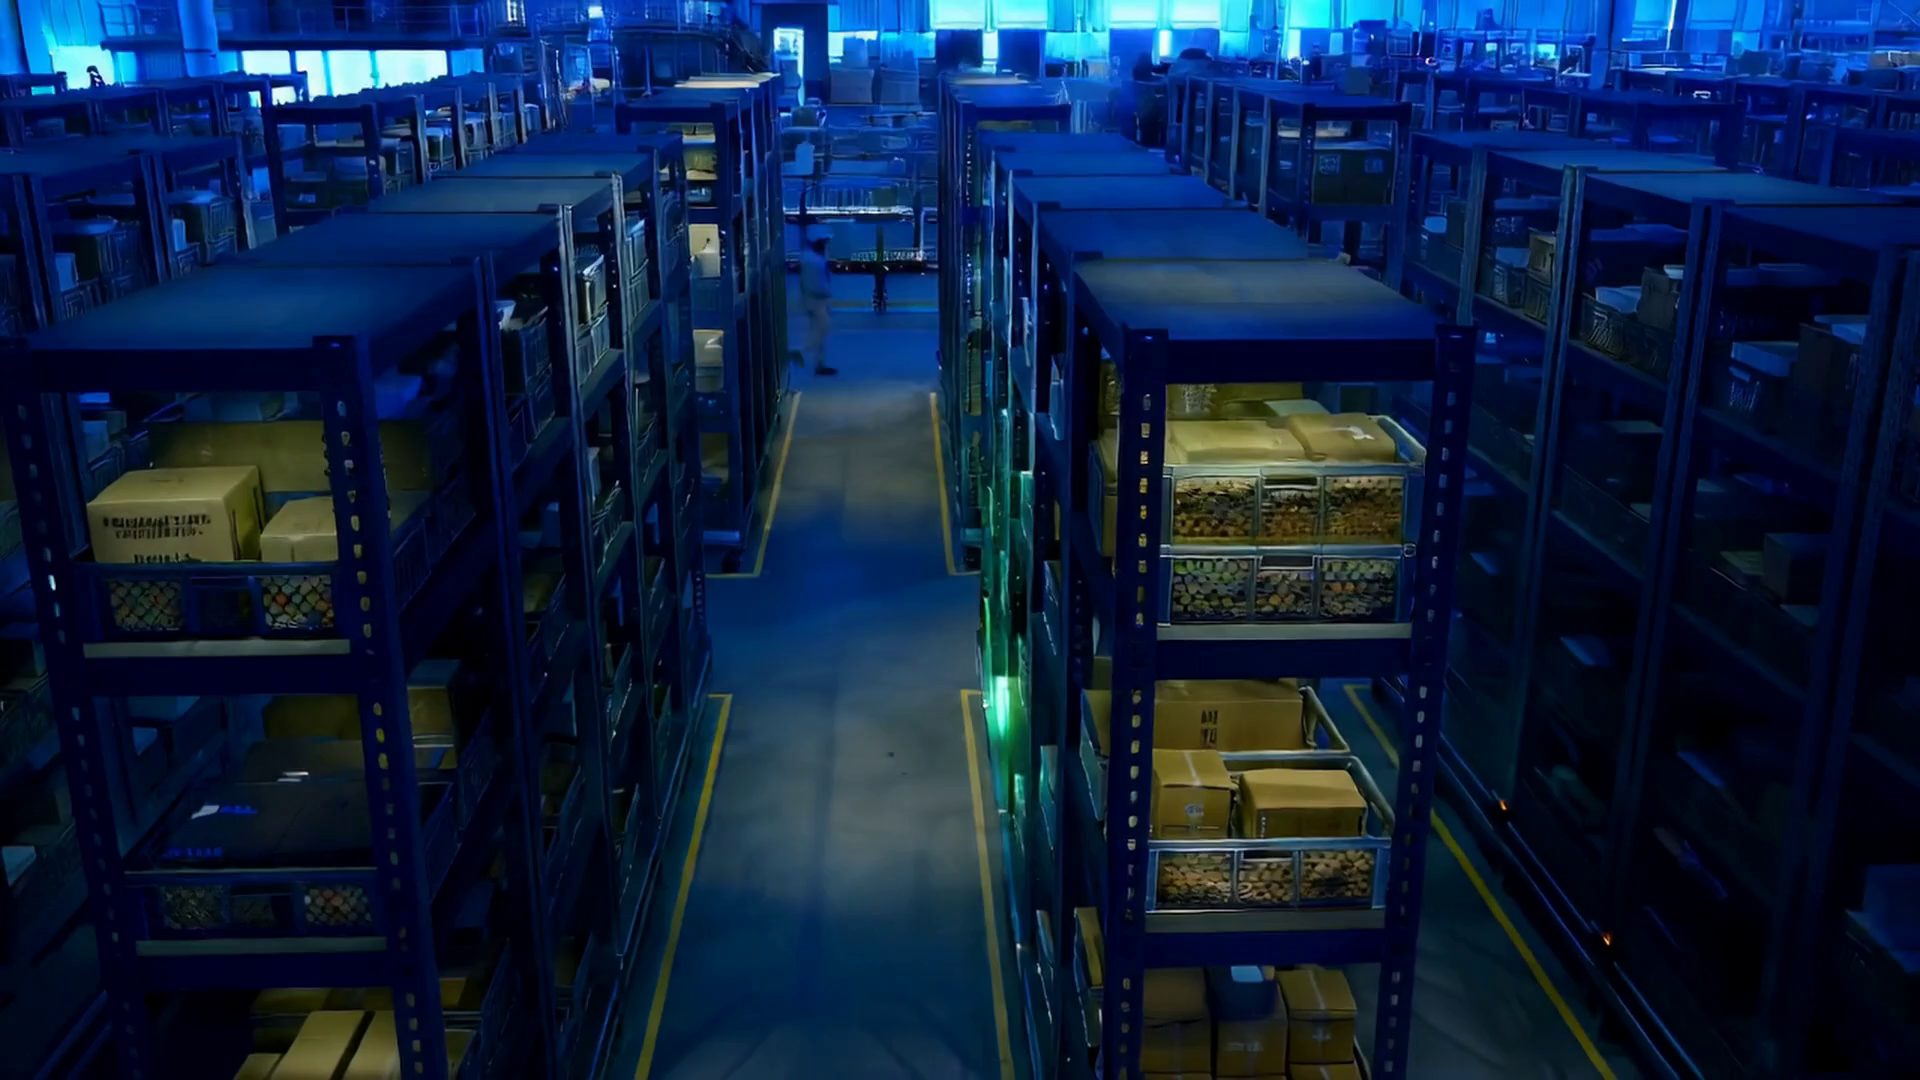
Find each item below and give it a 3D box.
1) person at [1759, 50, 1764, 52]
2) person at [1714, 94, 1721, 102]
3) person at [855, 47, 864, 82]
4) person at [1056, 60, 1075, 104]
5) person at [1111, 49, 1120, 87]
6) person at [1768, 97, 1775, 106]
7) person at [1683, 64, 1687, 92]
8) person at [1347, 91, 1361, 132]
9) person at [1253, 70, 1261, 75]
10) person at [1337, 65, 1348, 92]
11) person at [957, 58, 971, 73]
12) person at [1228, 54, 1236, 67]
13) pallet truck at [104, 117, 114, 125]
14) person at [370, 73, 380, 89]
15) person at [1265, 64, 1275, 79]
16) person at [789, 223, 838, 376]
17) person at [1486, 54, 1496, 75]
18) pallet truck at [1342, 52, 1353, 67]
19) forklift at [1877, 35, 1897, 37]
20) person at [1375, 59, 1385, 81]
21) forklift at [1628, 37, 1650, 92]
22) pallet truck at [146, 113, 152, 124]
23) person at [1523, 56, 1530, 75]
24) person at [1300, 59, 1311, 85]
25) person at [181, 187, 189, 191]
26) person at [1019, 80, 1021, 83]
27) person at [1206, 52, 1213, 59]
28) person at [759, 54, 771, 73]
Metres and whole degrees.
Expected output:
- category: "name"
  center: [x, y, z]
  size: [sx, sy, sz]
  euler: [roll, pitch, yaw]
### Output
- category: "person"
  center: [41.774, -24.614, 86.937]
  size: [0.545, 1.940, 0.358]
  euler: [-9, 20, -27]
- category: "person"
  center: [21.624, -11.837, 47.608]
  size: [0.630, 1.803, 0.615]
  euler: [-1, 18, -4]
- category: "person"
  center: [-5.630, -26.741, 93.564]
  size: [0.471, 1.911, 0.594]
  euler: [-3, 18, -10]
- category: "person"
  center: [4.598, -20.295, 73.697]
  size: [1.007, 1.874, 0.554]
  euler: [4, 18, 11]
- category: "person"
  center: [8.296, -25.128, 88.537]
  size: [0.508, 1.941, 0.621]
  euler: [-5, 19, -15]
- category: "person"
  center: [32.194, -17.687, 65.675]
  size: [0.652, 1.843, 0.536]
  euler: [-9, 20, -25]
- category: "person"
  center: [32.480, -20.662, 74.812]
  size: [1.055, 1.886, 0.636]
  euler: [4, 18, 11]
- category: "person"
  center: [11.946, -12.631, 50.155]
  size: [0.543, 1.751, 0.402]
  euler: [1, 18, 4]
- category: "person"
  center: [10.578, -15.773, 59.491]
  size: [0.395, 1.992, 0.622]
  euler: [-12, 21, -32]
- category: "person"
  center: [15.070, -17.714, 65.590]
  size: [0.374, 1.935, 0.552]
  euler: [5, 19, 15]
- category: "person"
  center: [0.178, -20.708, 74.854]
  size: [0.629, 1.940, 0.376]
  euler: [3, 18, 9]
- category: "person"
  center: [14.462, -25.044, 88.653]
  size: [0.502, 1.684, 0.915]
  euler: [10, 20, 28]
- category: "pallet truck"
  center: [-18.367, -7.885, 35.078]
  size: [1.885, 1.965, 0.823]
  euler: [1, 18, 2]
- category: "person"
  center: [-21.325, -16.118, 60.820]
  size: [0.942, 1.825, 0.569]
  euler: [-12, 22, -33]
- category: "person"
  center: [12.032, -17.642, 65.202]
  size: [0.982, 2.000, 0.690]
  euler: [2, 18, 5]
- category: "person"
  center: [-1.755, -2.853, 19.787]
  size: [0.517, 1.820, 0.611]
  euler: [1, 18, 4]
- category: "person"
  center: [25.806, -22.734, 81.197]
  size: [0.732, 1.902, 0.598]
  euler: [-6, 19, -17]
- category: "pallet truck"
  center: [18.794, -23.123, 82.231]
  size: [0.823, 1.965, 1.885]
  euler: [-13, 22, -35]
- category: "forklift"
  center: [44.184, -22.804, 79.830]
  size: [1.129, 2.768, 1.873]
  euler: [-1, 18, -2]
- category: "person"
  center: [20.667, -22.817, 81.820]
  size: [0.636, 1.663, 0.318]
  euler: [16, 24, 41]
- category: "forklift"
  center: [30.674, -21.491, 75.767]
  size: [1.129, 2.768, 1.873]
  euler: [-1, 18, -2]
- category: "pallet truck"
  center: [-18.087, -8.309, 36.390]
  size: [1.885, 1.965, 0.823]
  euler: [-1, 18, -4]
- category: "person"
  center: [27.381, -22.568, 80.801]
  size: [0.700, 1.814, 0.537]
  euler: [-4, 18, -13]
- category: "person"
  center: [15.630, -20.793, 75.253]
  size: [0.503, 1.861, 0.328]
  euler: [8, 19, 22]
- category: "person"
  center: [-13.512, -5.658, 28.370]
  size: [0.680, 1.872, 0.864]
  euler: [-14, 22, -36]
- category: "person"
  center: [1.853, -13.181, 51.421]
  size: [0.409, 2.033, 0.609]
  euler: [-11, 21, -32]
- category: "person"
  center: [13.098, -24.756, 87.568]
  size: [0.430, 1.837, 0.620]
  euler: [-11, 21, -31]
- category: "person"
  center: [-10.079, -24.188, 85.881]
  size: [0.976, 1.789, 0.633]
  euler: [13, 22, 35]
